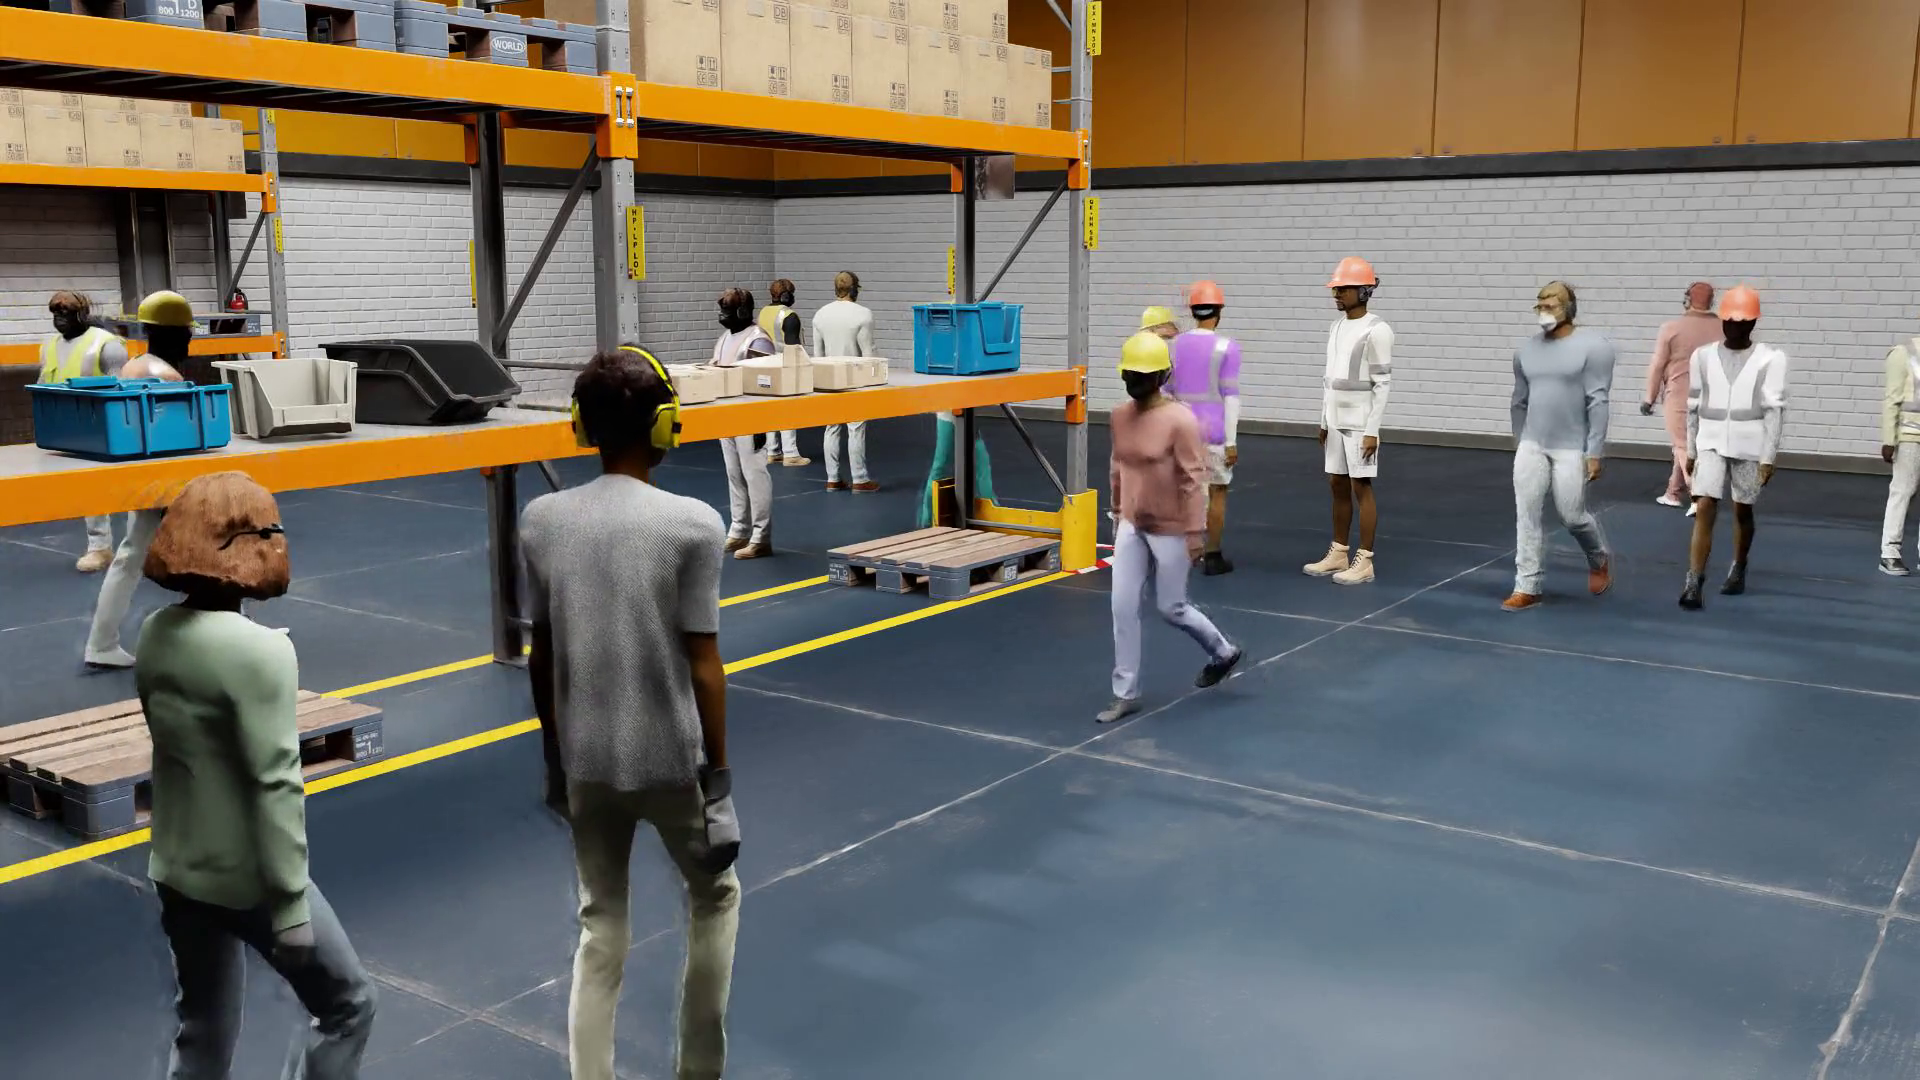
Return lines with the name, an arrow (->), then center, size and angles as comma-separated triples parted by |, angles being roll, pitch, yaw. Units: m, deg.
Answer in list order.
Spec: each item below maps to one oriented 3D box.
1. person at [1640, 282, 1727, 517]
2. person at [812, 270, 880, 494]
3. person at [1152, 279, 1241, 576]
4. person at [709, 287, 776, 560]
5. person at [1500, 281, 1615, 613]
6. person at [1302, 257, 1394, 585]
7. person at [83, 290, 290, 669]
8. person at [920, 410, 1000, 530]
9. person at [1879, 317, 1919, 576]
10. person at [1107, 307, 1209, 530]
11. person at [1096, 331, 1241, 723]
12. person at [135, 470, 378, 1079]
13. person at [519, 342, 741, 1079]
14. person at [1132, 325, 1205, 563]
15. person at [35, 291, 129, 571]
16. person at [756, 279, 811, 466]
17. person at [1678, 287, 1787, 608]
person -> 5.855, -1.131, 13.312 | 0.641, 1.866, 0.954 | -2, 10, -10
person -> -0.985, -1.370, 14.499 | 0.627, 1.940, 0.370 | 6, 11, 31
person -> 1.493, -0.686, 10.527 | 0.540, 1.916, 0.723 | 8, 12, 39
person -> -1.491, -0.792, 11.347 | 0.430, 1.843, 0.625 | -6, 11, -33
person -> 3.496, -0.540, 9.643 | 0.767, 1.915, 0.637 | -8, 12, -40
person -> 2.446, -0.743, 10.456 | 0.374, 2.044, 0.606 | -4, 10, -21
person -> -3.958, -0.299, 8.311 | 0.608, 1.877, 0.987 | 9, 13, 42
person -> 0.092, -0.862, 12.114 | 0.851, 1.732, 0.546 | 3, 10, 16
person -> 6.229, -0.675, 10.714 | 0.610, 1.822, 0.403 | -1, 10, -5
person -> 1.566, -0.910, 12.521 | 0.923, 1.675, 0.526 | 9, 13, 42
person -> 0.928, -0.070, 7.381 | 0.708, 1.729, 0.561 | -9, 13, -41
person -> -1.382, 0.666, 3.325 | 0.533, 1.614, 0.563 | 7, 12, 36
person -> -0.683, 0.492, 3.699 | 0.560, 1.846, 0.688 | 3, 10, 18
person -> 1.376, -0.682, 11.432 | 0.508, 1.598, 0.840 | -3, 10, -16
person -> -5.766, -0.698, 10.831 | 0.661, 1.824, 0.595 | 3, 10, 18
person -> -1.745, -1.654, 16.481 | 0.429, 1.844, 0.626 | -8, 12, -40
person -> 4.548, -0.546, 9.804 | 0.544, 1.874, 1.014 | 6, 11, 34
